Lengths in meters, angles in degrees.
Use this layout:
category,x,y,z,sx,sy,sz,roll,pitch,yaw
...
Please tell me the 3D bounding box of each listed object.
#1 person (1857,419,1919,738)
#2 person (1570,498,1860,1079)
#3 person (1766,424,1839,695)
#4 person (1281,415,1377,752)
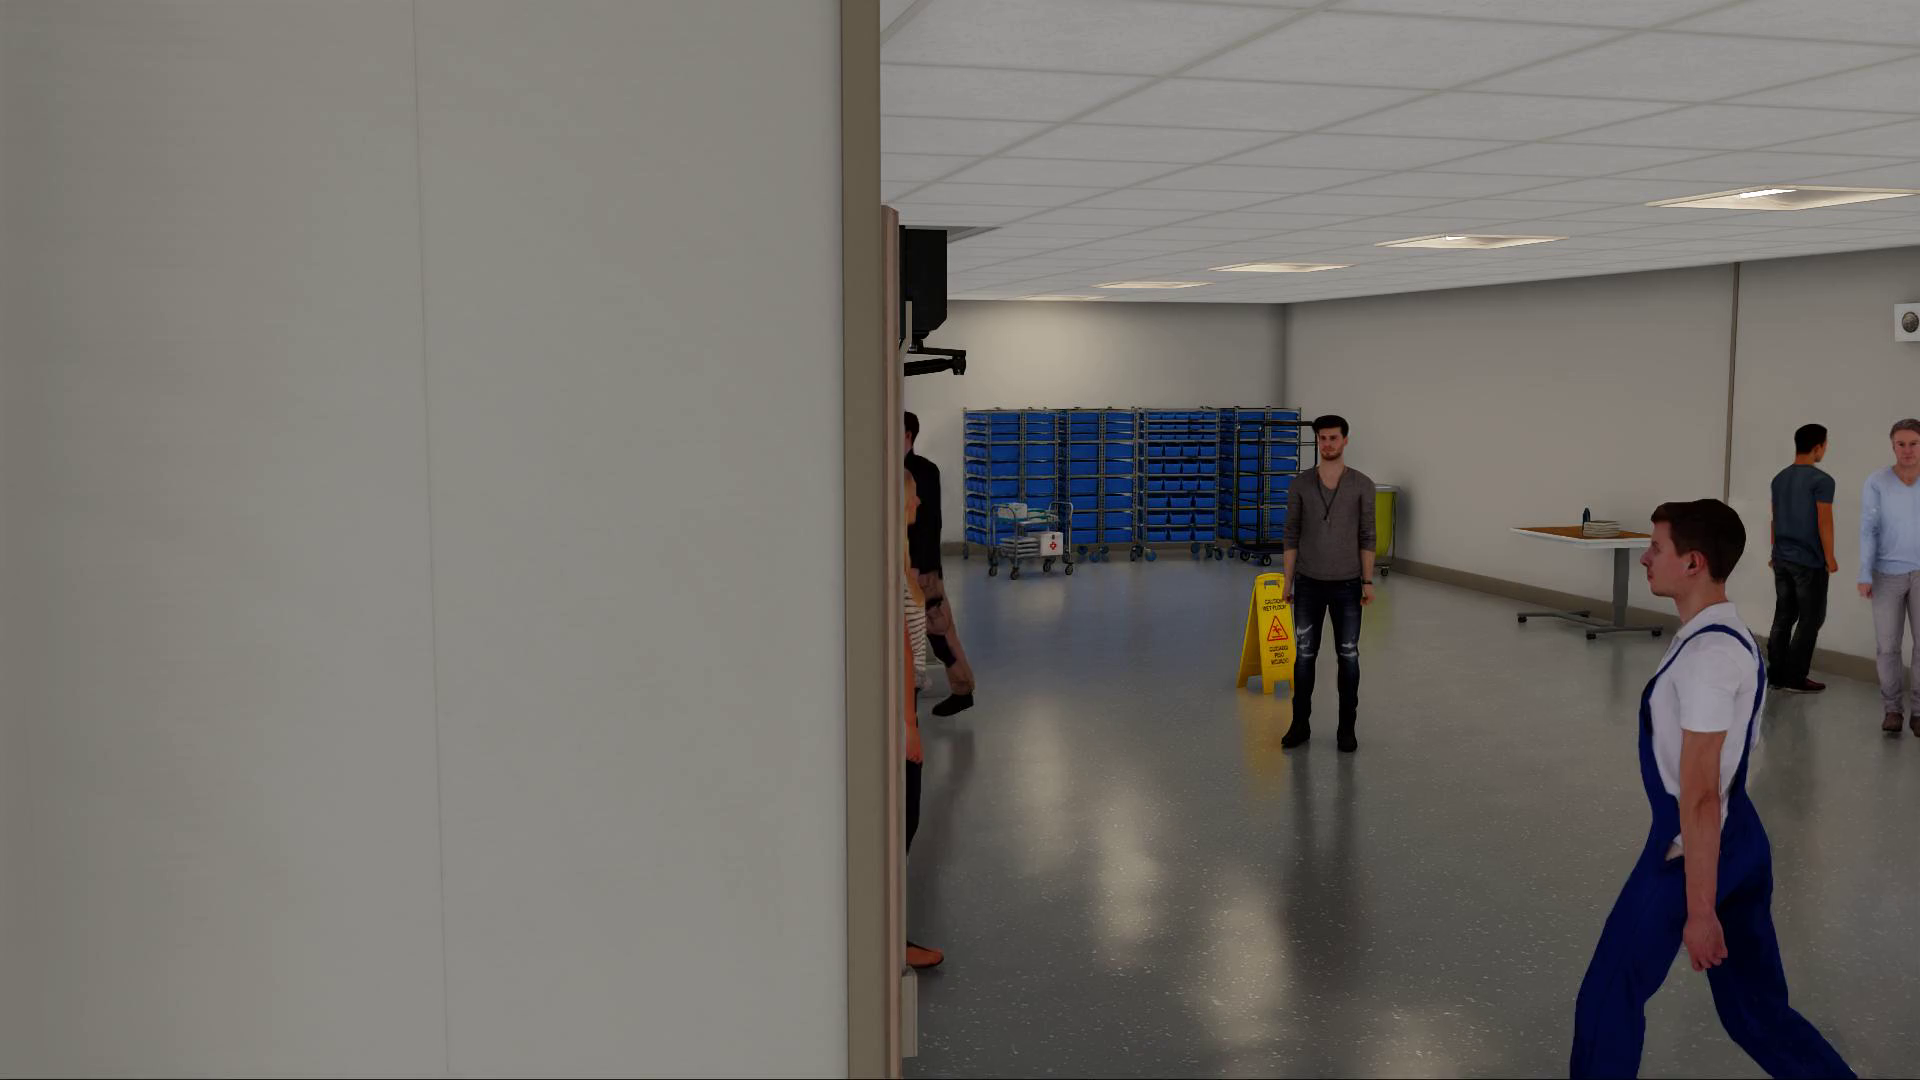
category,x,y,z,sx,sy,sz,roll,pitch,yaw
person,5.572,0.230,9.797,0.870,1.859,0.930,3,7,28
person,1.902,0.835,4.022,1.296,1.811,1.193,4,7,33
person,5.594,0.131,11.109,0.719,1.792,0.486,-2,6,-15
person,2.118,0.231,9.558,0.774,1.904,0.781,2,6,17
